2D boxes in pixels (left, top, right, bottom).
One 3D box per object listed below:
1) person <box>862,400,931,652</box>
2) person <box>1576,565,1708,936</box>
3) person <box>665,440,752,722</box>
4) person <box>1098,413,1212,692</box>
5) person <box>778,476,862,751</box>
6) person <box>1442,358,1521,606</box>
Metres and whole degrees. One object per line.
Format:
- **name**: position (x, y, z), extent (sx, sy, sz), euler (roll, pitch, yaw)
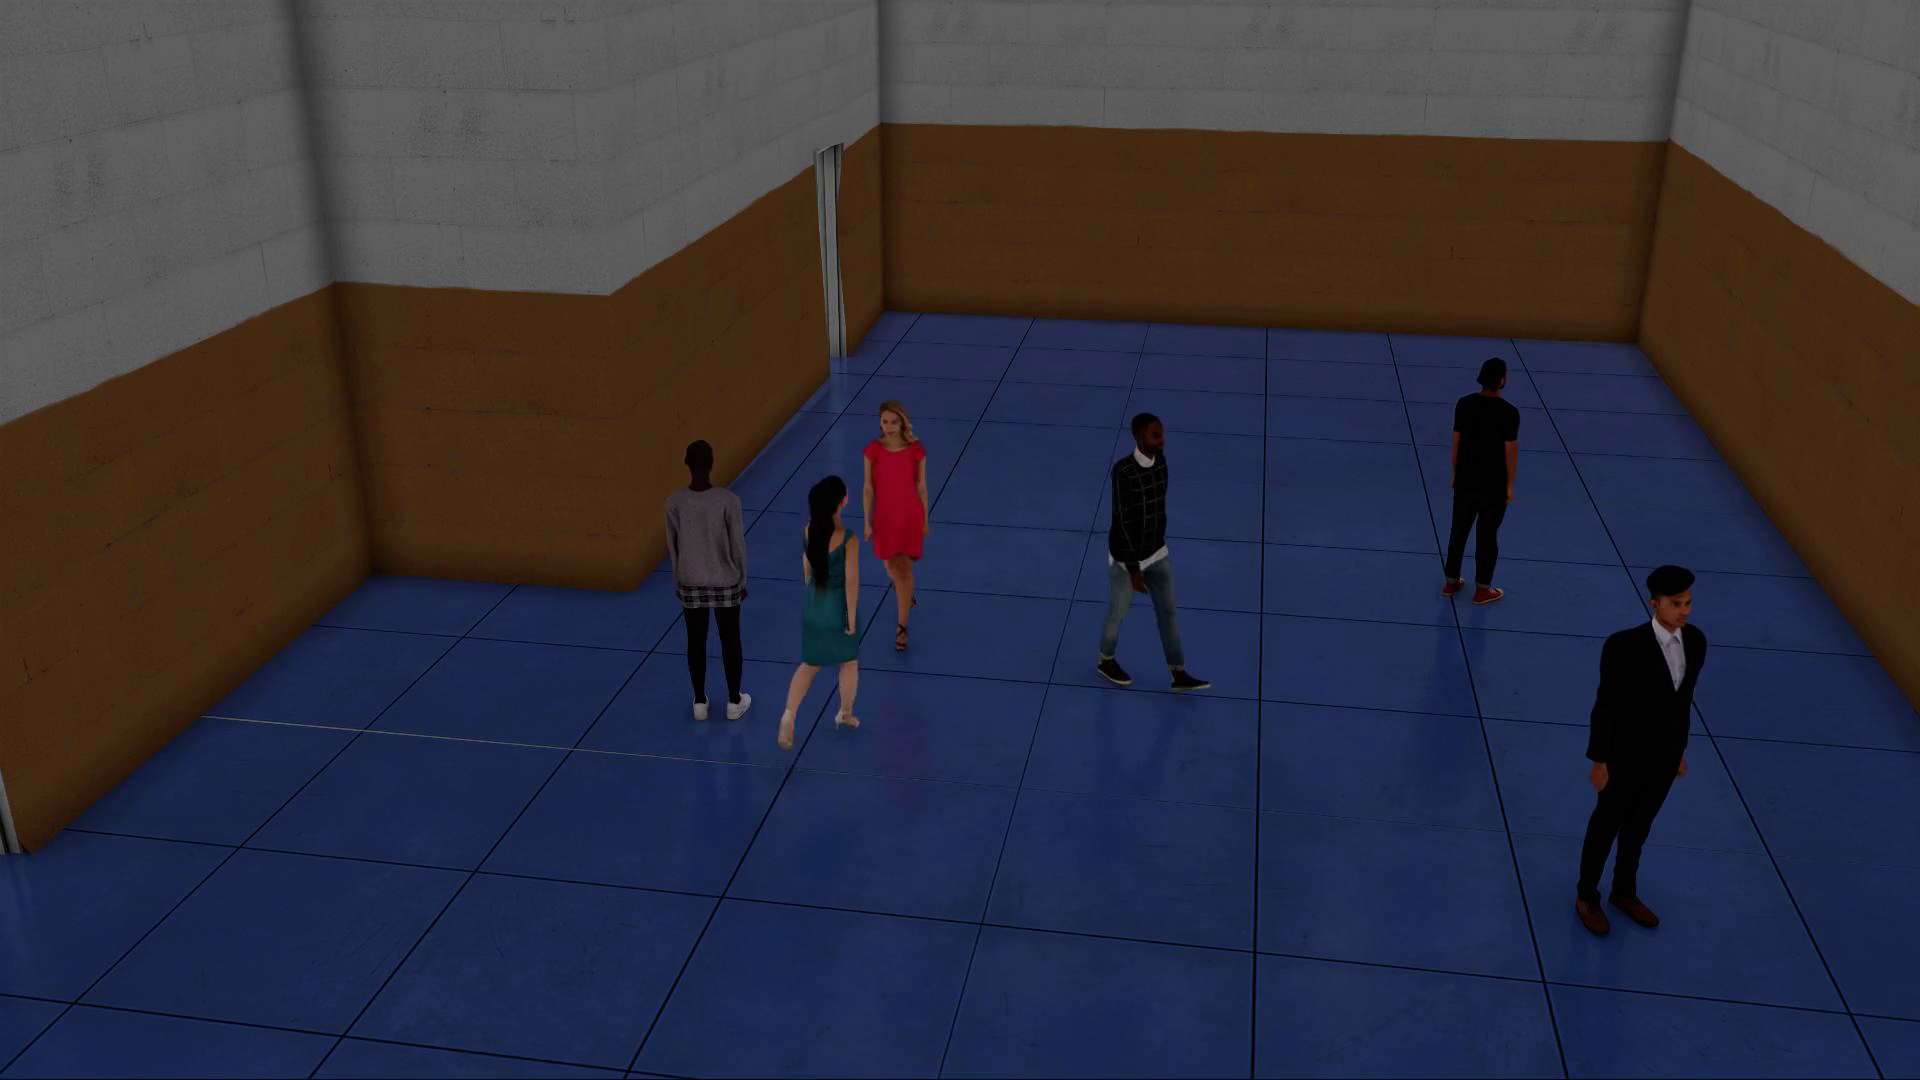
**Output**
- **person**: position (-0.395, -0.151, 11.032), extent (0.953, 1.677, 0.713), euler (1, 22, 3)
- **person**: position (3.245, 0.981, 7.938), extent (0.667, 1.883, 0.833), euler (-6, 23, -14)
- **person**: position (-1.498, 0.245, 9.918), extent (0.521, 1.772, 0.701), euler (1, 22, 1)
- **person**: position (1.030, 0.077, 10.312), extent (1.055, 1.790, 1.148), euler (-18, 28, -37)
- **person**: position (-0.796, 0.461, 9.530), extent (0.975, 1.661, 0.809), euler (9, 24, 22)
- **person**: position (3.628, -0.413, 11.574), extent (0.691, 1.759, 0.787), euler (19, 29, 39)
